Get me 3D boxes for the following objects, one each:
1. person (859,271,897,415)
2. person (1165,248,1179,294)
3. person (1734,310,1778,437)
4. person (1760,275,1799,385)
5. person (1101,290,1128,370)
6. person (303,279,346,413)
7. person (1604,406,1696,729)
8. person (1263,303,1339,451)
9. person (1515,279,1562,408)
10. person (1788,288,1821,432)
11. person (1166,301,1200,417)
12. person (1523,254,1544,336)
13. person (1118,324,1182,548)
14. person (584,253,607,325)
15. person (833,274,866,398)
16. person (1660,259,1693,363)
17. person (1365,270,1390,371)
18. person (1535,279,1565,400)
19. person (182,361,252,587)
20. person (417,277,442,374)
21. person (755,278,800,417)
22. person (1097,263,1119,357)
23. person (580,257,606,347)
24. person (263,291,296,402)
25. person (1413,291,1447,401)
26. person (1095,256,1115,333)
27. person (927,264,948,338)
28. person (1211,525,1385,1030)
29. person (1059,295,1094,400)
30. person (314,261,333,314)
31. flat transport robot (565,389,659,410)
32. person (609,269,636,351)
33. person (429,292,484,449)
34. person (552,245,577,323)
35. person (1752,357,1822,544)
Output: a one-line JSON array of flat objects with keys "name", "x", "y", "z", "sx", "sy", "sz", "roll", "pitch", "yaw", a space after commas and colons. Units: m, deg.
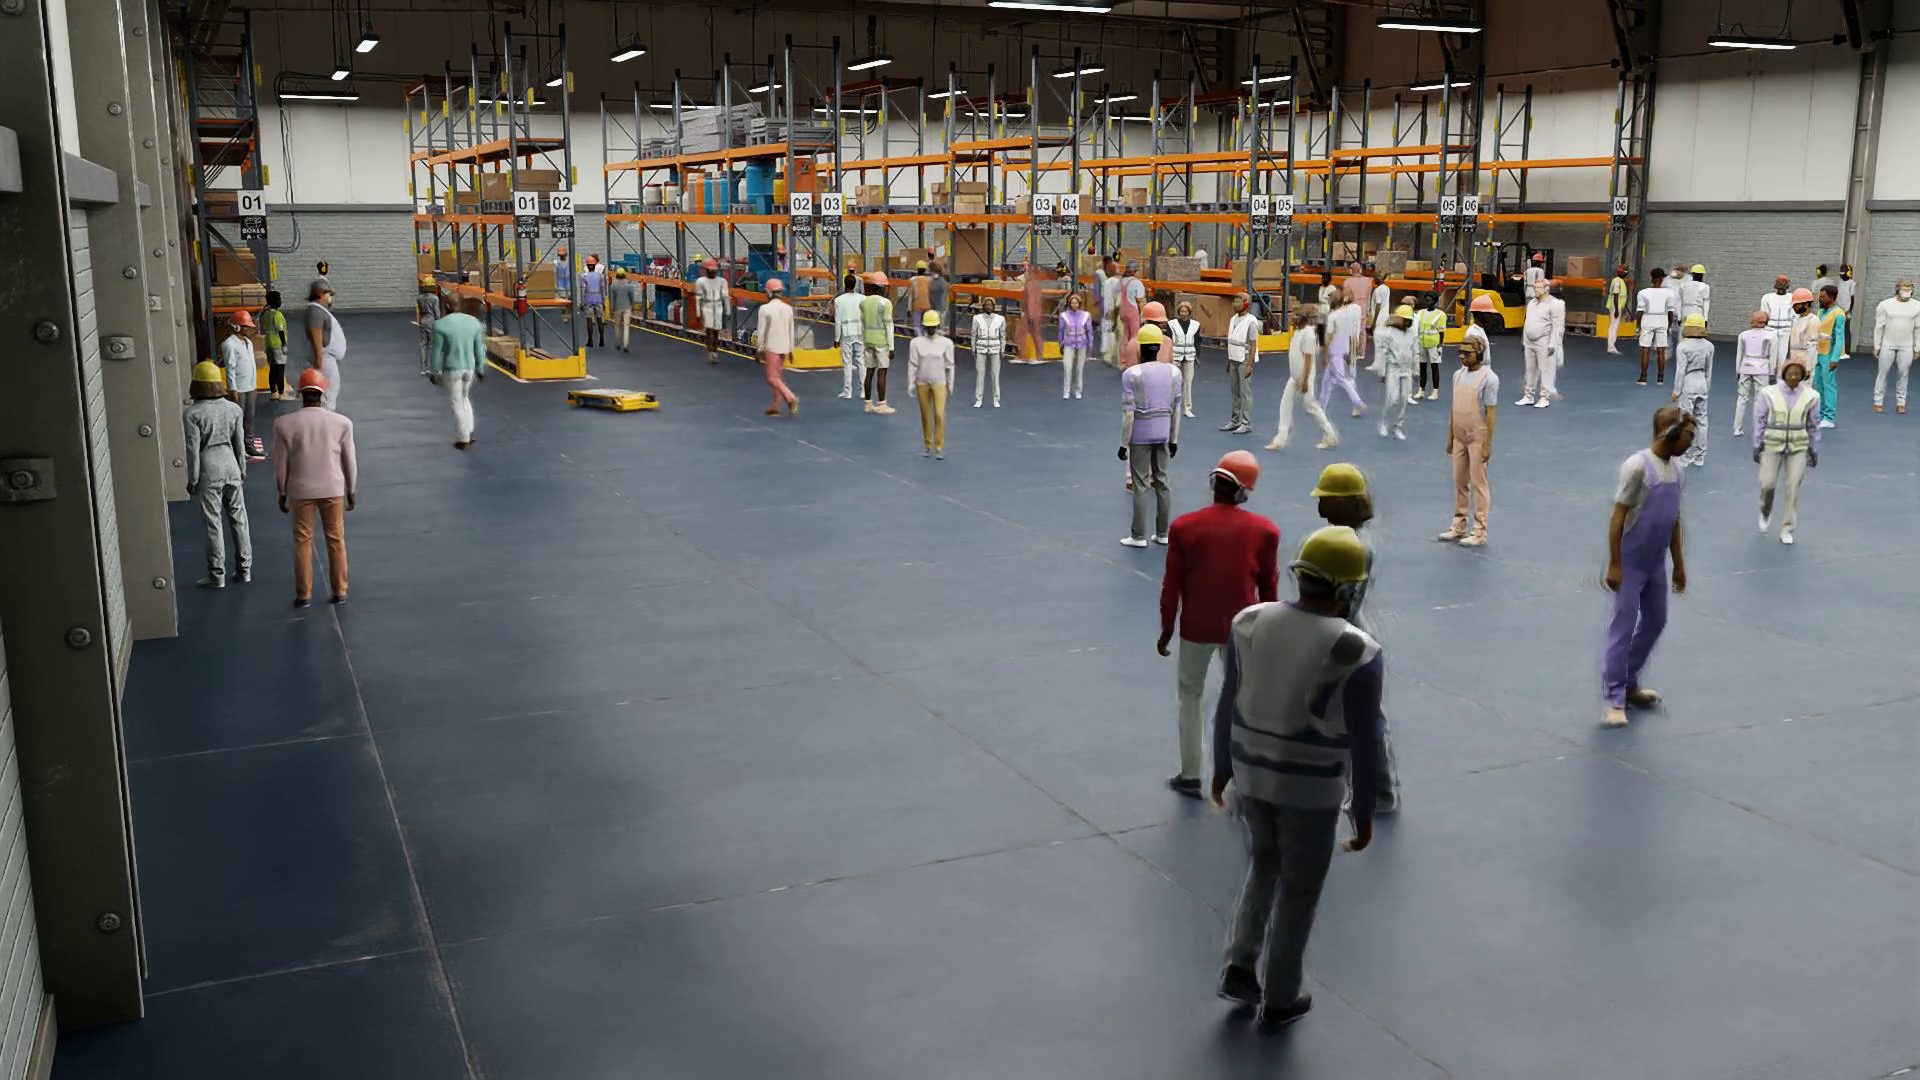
[{"name": "person", "x": -1.165, "y": -2.823, "z": 23.875, "sx": 0.613, "sy": 2.041, "sz": 0.388, "roll": 9, "pitch": 15, "yaw": 40}, {"name": "person", "x": 6.455, "y": -7.986, "z": 50.709, "sx": 0.648, "sy": 1.817, "sz": 0.501, "roll": -7, "pitch": 13, "yaw": -31}, {"name": "person", "x": 10.238, "y": -2.133, "z": 21.423, "sx": 0.316, "sy": 1.629, "sz": 0.508, "roll": -9, "pitch": 14, "yaw": -39}, {"name": "person", "x": 13.220, "y": -3.339, "z": 26.898, "sx": 0.585, "sy": 1.882, "sz": 0.337, "roll": 5, "pitch": 12, "yaw": 26}, {"name": "person", "x": 2.916, "y": -4.019, "z": 30.586, "sx": 0.678, "sy": 1.805, "sz": 0.580, "roll": 5, "pitch": 12, "yaw": 26}, {"name": "person", "x": -8.521, "y": -2.501, "z": 22.241, "sx": 0.587, "sy": 2.000, "sz": 0.723, "roll": -5, "pitch": 12, "yaw": -24}, {"name": "person", "x": 3.860, "y": 0.141, "z": 9.438, "sx": 0.661, "sy": 1.807, "sz": 0.373, "roll": -7, "pitch": 13, "yaw": -34}, {"name": "person", "x": 4.198, "y": -1.973, "z": 20.163, "sx": 0.937, "sy": 1.812, "sz": 0.520, "roll": -3, "pitch": 11, "yaw": -13}, {"name": "person", "x": 8.602, "y": -2.926, "z": 24.741, "sx": 0.407, "sy": 1.910, "sz": 0.639, "roll": -5, "pitch": 12, "yaw": -26}, {"name": "person", "x": 10.704, "y": -2.240, "z": 21.216, "sx": 0.383, "sy": 1.926, "sz": 0.550, "roll": 0, "pitch": 11, "yaw": 2}, {"name": "person", "x": 3.136, "y": -2.542, "z": 23.473, "sx": 0.514, "sy": 1.639, "sz": 0.310, "roll": -2, "pitch": 11, "yaw": -8}, {"name": "person", "x": 13.426, "y": -5.713, "z": 38.853, "sx": 0.375, "sy": 1.928, "sz": 0.542, "roll": -6, "pitch": 13, "yaw": -30}, {"name": "person", "x": 1.623, "y": -0.891, "z": 14.348, "sx": 0.594, "sy": 1.925, "sz": 0.368, "roll": -6, "pitch": 12, "yaw": -27}, {"name": "person", "x": -9.343, "y": -6.428, "z": 42.683, "sx": 0.565, "sy": 1.850, "sz": 0.390, "roll": 0, "pitch": 11, "yaw": 0}, {"name": "person", "x": -1.690, "y": -3.175, "z": 25.977, "sx": 0.588, "sy": 1.920, "sz": 0.391, "roll": -6, "pitch": 12, "yaw": -27}, {"name": "person", "x": 13.793, "y": -4.378, "z": 31.779, "sx": 0.873, "sy": 2.000, "sz": 0.573, "roll": 6, "pitch": 12, "yaw": 27}, {"name": "person", "x": 7.665, "y": -4.018, "z": 30.452, "sx": 0.345, "sy": 1.846, "sz": 0.506, "roll": 7, "pitch": 13, "yaw": 31}, {"name": "person", "x": 9.152, "y": -3.123, "z": 25.851, "sx": 0.582, "sy": 1.866, "sz": 0.618, "roll": -9, "pitch": 14, "yaw": -37}, {"name": "person", "x": -5.761, "y": -0.507, "z": 12.865, "sx": 0.295, "sy": 1.743, "sz": 0.493, "roll": 7, "pitch": 13, "yaw": 32}, {"name": "person", "x": -9.485, "y": -3.834, "z": 29.812, "sx": 0.482, "sy": 1.735, "sz": 0.342, "roll": 5, "pitch": 12, "yaw": 24}, {"name": "person", "x": -2.523, "y": -2.680, "z": 23.336, "sx": 0.760, "sy": 1.969, "sz": 0.622, "roll": 9, "pitch": 14, "yaw": 37}, {"name": "person", "x": 2.973, "y": -4.619, "z": 33.475, "sx": 0.521, "sy": 1.864, "sz": 0.611, "roll": 8, "pitch": 14, "yaw": 36}, {"name": "person", "x": -7.928, "y": -5.133, "z": 35.887, "sx": 0.551, "sy": 1.932, "sz": 0.367, "roll": -6, "pitch": 12, "yaw": -27}, {"name": "person", "x": -10.468, "y": -2.969, "z": 25.497, "sx": 0.535, "sy": 1.697, "sz": 0.318, "roll": 10, "pitch": 15, "yaw": 42}, {"name": "person", "x": 7.250, "y": -3.002, "z": 25.684, "sx": 0.319, "sy": 1.694, "sz": 0.533, "roll": -9, "pitch": 14, "yaw": -38}, {"name": "person", "x": 3.339, "y": -5.587, "z": 38.270, "sx": 0.636, "sy": 1.903, "sz": 0.495, "roll": -10, "pitch": 15, "yaw": -40}, {"name": "person", "x": -0.469, "y": -4.497, "z": 32.777, "sx": 0.420, "sy": 1.896, "sz": 0.800, "roll": -6, "pitch": 12, "yaw": -27}, {"name": "person", "x": 1.201, "y": 0.842, "z": 5.870, "sx": 0.635, "sy": 1.806, "sz": 0.479, "roll": 11, "pitch": 15, "yaw": 43}, {"name": "person", "x": 1.791, "y": -2.953, "z": 25.649, "sx": 0.534, "sy": 1.608, "sz": 0.768, "roll": 0, "pitch": 11, "yaw": 1}, {"name": "person", "x": -13.380, "y": -4.929, "z": 35.037, "sx": 0.508, "sy": 1.864, "sz": 0.329, "roll": 10, "pitch": 15, "yaw": 40}, {"name": "flat transport robot", "x": -5.190, "y": -2.104, "z": 24.738, "sx": 1.431, "sy": 0.197, "sz": 0.652, "roll": 10, "pitch": 15, "yaw": 40}, {"name": "person", "x": -7.063, "y": -4.812, "z": 34.817, "sx": 0.544, "sy": 1.716, "sz": 0.926, "roll": -3, "pitch": 11, "yaw": -13}, {"name": "person", "x": -6.161, "y": -2.067, "z": 20.335, "sx": 0.503, "sy": 1.915, "sz": 0.633, "roll": 9, "pitch": 15, "yaw": 40}, {"name": "person", "x": -10.381, "y": -6.713, "z": 43.678, "sx": 0.637, "sy": 2.025, "sz": 0.441, "roll": -3, "pitch": 12, "yaw": -15}, {"name": "person", "x": 7.246, "y": -0.790, "z": 14.579, "sx": 0.540, "sy": 1.625, "sz": 0.386, "roll": 4, "pitch": 12, "yaw": 20}]
